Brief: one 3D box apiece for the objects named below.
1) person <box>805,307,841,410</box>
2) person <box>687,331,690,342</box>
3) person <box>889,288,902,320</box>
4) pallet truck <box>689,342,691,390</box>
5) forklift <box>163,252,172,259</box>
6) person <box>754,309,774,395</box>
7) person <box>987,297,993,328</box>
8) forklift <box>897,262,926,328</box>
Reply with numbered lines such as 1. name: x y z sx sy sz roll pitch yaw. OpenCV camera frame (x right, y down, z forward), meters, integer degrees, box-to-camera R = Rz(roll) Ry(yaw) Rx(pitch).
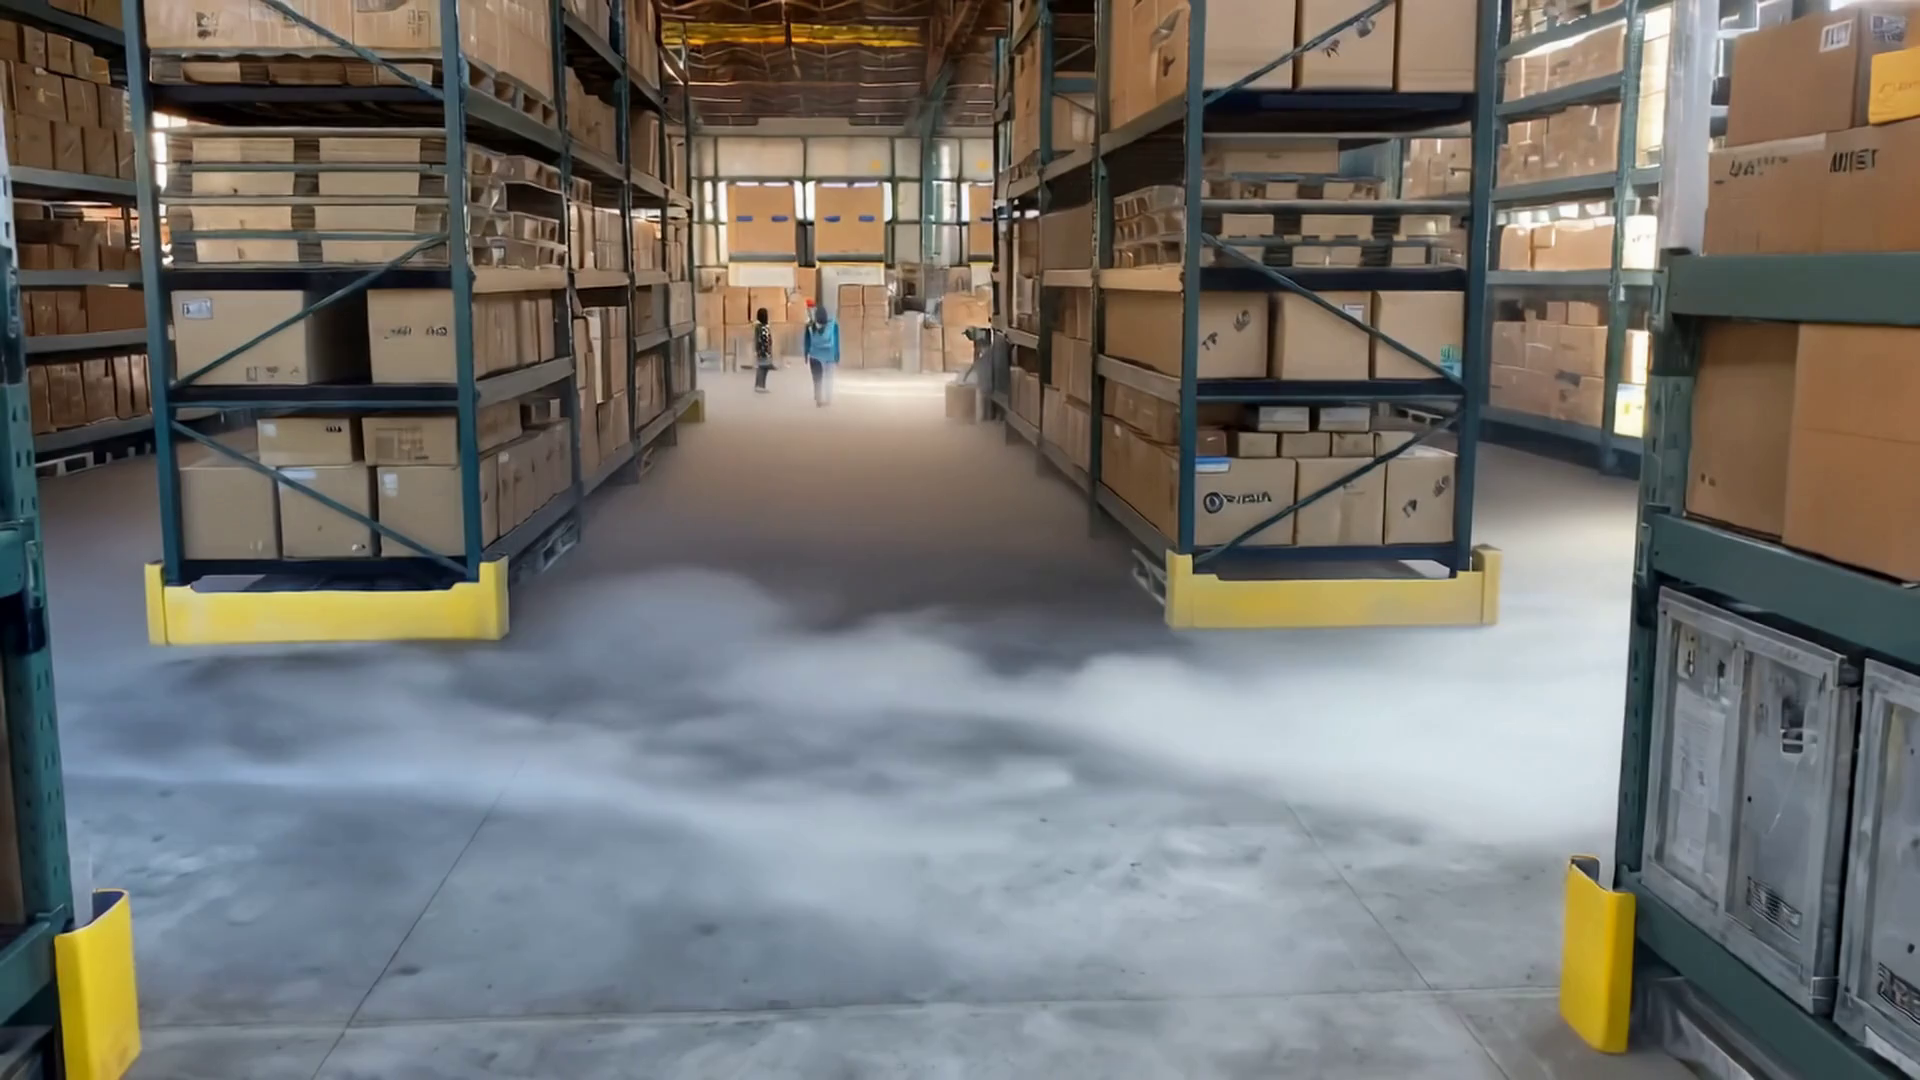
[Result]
1. person: -2.421 -3.216 29.413 0.637 1.805 0.939 -1 9 -5
2. person: -5.494 -3.868 32.983 0.475 2.001 0.613 -1 9 -9
3. person: -2.305 -7.825 57.970 0.635 1.927 0.372 4 10 22
4. pallet truck: -5.225 -3.008 27.480 1.885 1.965 0.823 2 9 14
5. forklift: -15.844 -4.372 33.283 1.129 2.768 1.873 -1 9 -4
6. person: -3.884 -3.700 32.767 0.318 1.697 0.536 -5 11 -31
7. person: 0.949 -5.533 43.565 0.625 1.930 0.378 0 9 1
8. forklift: -1.780 -8.547 59.499 1.129 2.768 1.873 -1 9 -4
